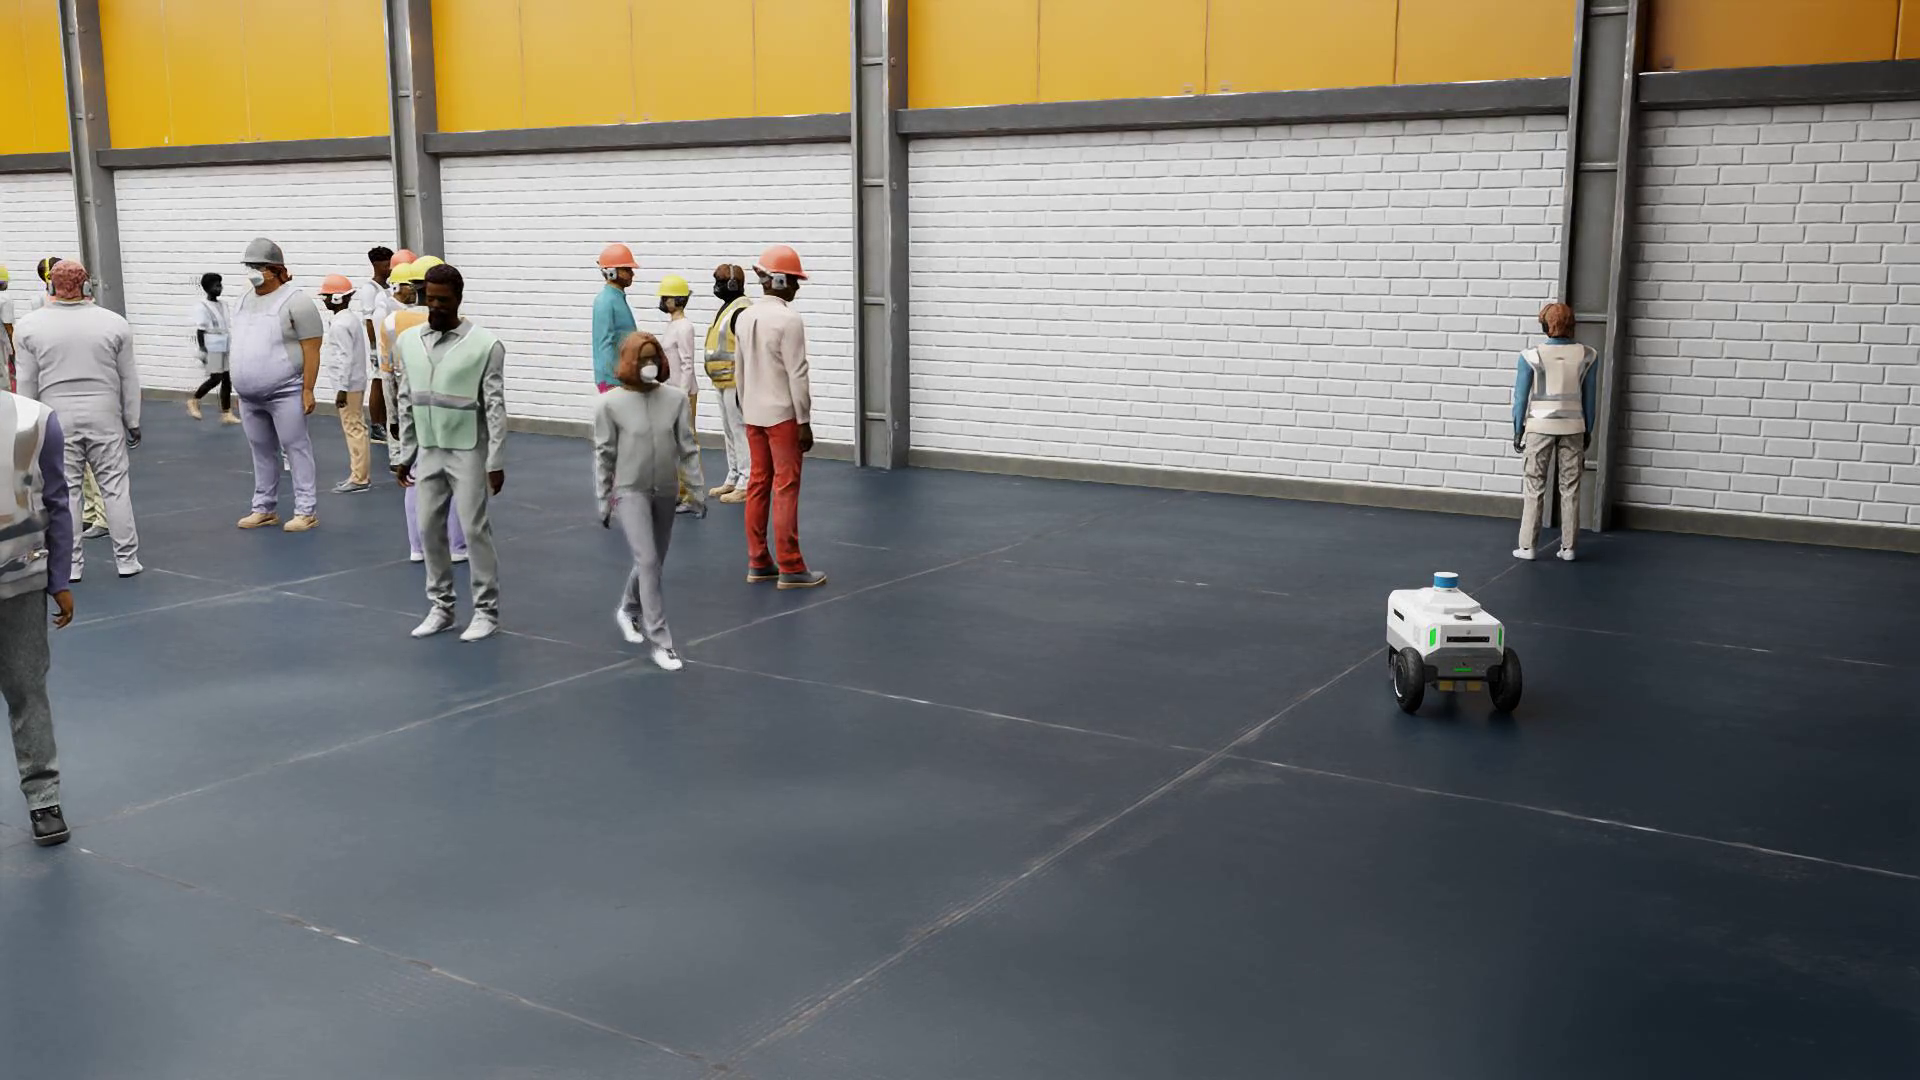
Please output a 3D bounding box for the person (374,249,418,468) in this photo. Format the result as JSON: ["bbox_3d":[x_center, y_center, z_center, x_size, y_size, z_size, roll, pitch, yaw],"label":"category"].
[{"bbox_3d":[-4.887,-1.595,14.751,0.375,1.939,0.546,8,13,36],"label":"person"}]

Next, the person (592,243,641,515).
[{"bbox_3d":[-2.529,-1.187,12.331,0.378,1.995,0.609,0,10,-1],"label":"person"}]

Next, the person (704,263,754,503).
[{"bbox_3d":[-1.767,-1.214,12.910,0.429,1.842,0.635,-4,11,-21],"label":"person"}]

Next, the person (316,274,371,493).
[{"bbox_3d":[-4.959,-1.260,13.402,0.338,1.752,0.565,-2,10,-11],"label":"person"}]

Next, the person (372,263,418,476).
[{"bbox_3d":[-4.780,-1.471,14.381,0.403,1.826,0.592,5,11,24],"label":"person"}]

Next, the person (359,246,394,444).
[{"bbox_3d":[-5.775,-1.954,16.663,0.362,1.963,0.613,0,10,0],"label":"person"}]

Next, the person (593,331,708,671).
[{"bbox_3d":[-1.532,-0.222,8.094,0.515,1.599,0.823,-8,13,-36],"label":"person"}]

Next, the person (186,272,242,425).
[{"bbox_3d":[-8.194,-2.093,18.223,0.505,1.682,0.535,2,11,13],"label":"person"}]

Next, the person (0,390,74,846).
[{"bbox_3d":[-3.241,0.131,5.482,0.590,1.833,0.404,-6,12,-29],"label":"person"}]

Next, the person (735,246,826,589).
[{"bbox_3d":[-1.060,-0.713,9.730,0.392,1.988,0.608,-9,14,-42],"label":"person"}]

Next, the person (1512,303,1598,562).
[{"bbox_3d":[3.732,-0.667,10.466,0.514,1.634,0.313,1,10,3],"label":"person"}]

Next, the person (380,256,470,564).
[{"bbox_3d":[-3.299,-0.805,10.416,0.594,1.921,0.374,1,10,7],"label":"person"}]

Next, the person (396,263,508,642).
[{"bbox_3d":[-2.561,-0.441,8.451,0.603,1.907,0.390,3,11,17],"label":"person"}]

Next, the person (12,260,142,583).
[{"bbox_3d":[-5.224,-0.702,9.895,0.646,1.907,0.401,-6,12,-28],"label":"person"}]

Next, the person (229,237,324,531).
[{"bbox_3d":[-4.806,-1.072,11.570,0.690,2.000,0.538,3,11,19],"label":"person"}]

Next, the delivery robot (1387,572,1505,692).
[{"bbox_3d":[2.137,0.386,7.351,0.477,0.478,0.707,0,10,0],"label":"delivery robot"}]

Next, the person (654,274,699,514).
[{"bbox_3d":[-2.106,-1.082,12.383,0.304,1.772,0.525,-4,11,-23],"label":"person"}]

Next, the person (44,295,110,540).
[{"bbox_3d":[-5.986,-0.885,11.320,0.320,1.755,0.559,-9,13,-40],"label":"person"}]

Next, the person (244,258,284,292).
[{"bbox_3d":[-7.071,-2.047,17.098,0.608,1.996,0.380,7,12,33],"label":"person"}]
